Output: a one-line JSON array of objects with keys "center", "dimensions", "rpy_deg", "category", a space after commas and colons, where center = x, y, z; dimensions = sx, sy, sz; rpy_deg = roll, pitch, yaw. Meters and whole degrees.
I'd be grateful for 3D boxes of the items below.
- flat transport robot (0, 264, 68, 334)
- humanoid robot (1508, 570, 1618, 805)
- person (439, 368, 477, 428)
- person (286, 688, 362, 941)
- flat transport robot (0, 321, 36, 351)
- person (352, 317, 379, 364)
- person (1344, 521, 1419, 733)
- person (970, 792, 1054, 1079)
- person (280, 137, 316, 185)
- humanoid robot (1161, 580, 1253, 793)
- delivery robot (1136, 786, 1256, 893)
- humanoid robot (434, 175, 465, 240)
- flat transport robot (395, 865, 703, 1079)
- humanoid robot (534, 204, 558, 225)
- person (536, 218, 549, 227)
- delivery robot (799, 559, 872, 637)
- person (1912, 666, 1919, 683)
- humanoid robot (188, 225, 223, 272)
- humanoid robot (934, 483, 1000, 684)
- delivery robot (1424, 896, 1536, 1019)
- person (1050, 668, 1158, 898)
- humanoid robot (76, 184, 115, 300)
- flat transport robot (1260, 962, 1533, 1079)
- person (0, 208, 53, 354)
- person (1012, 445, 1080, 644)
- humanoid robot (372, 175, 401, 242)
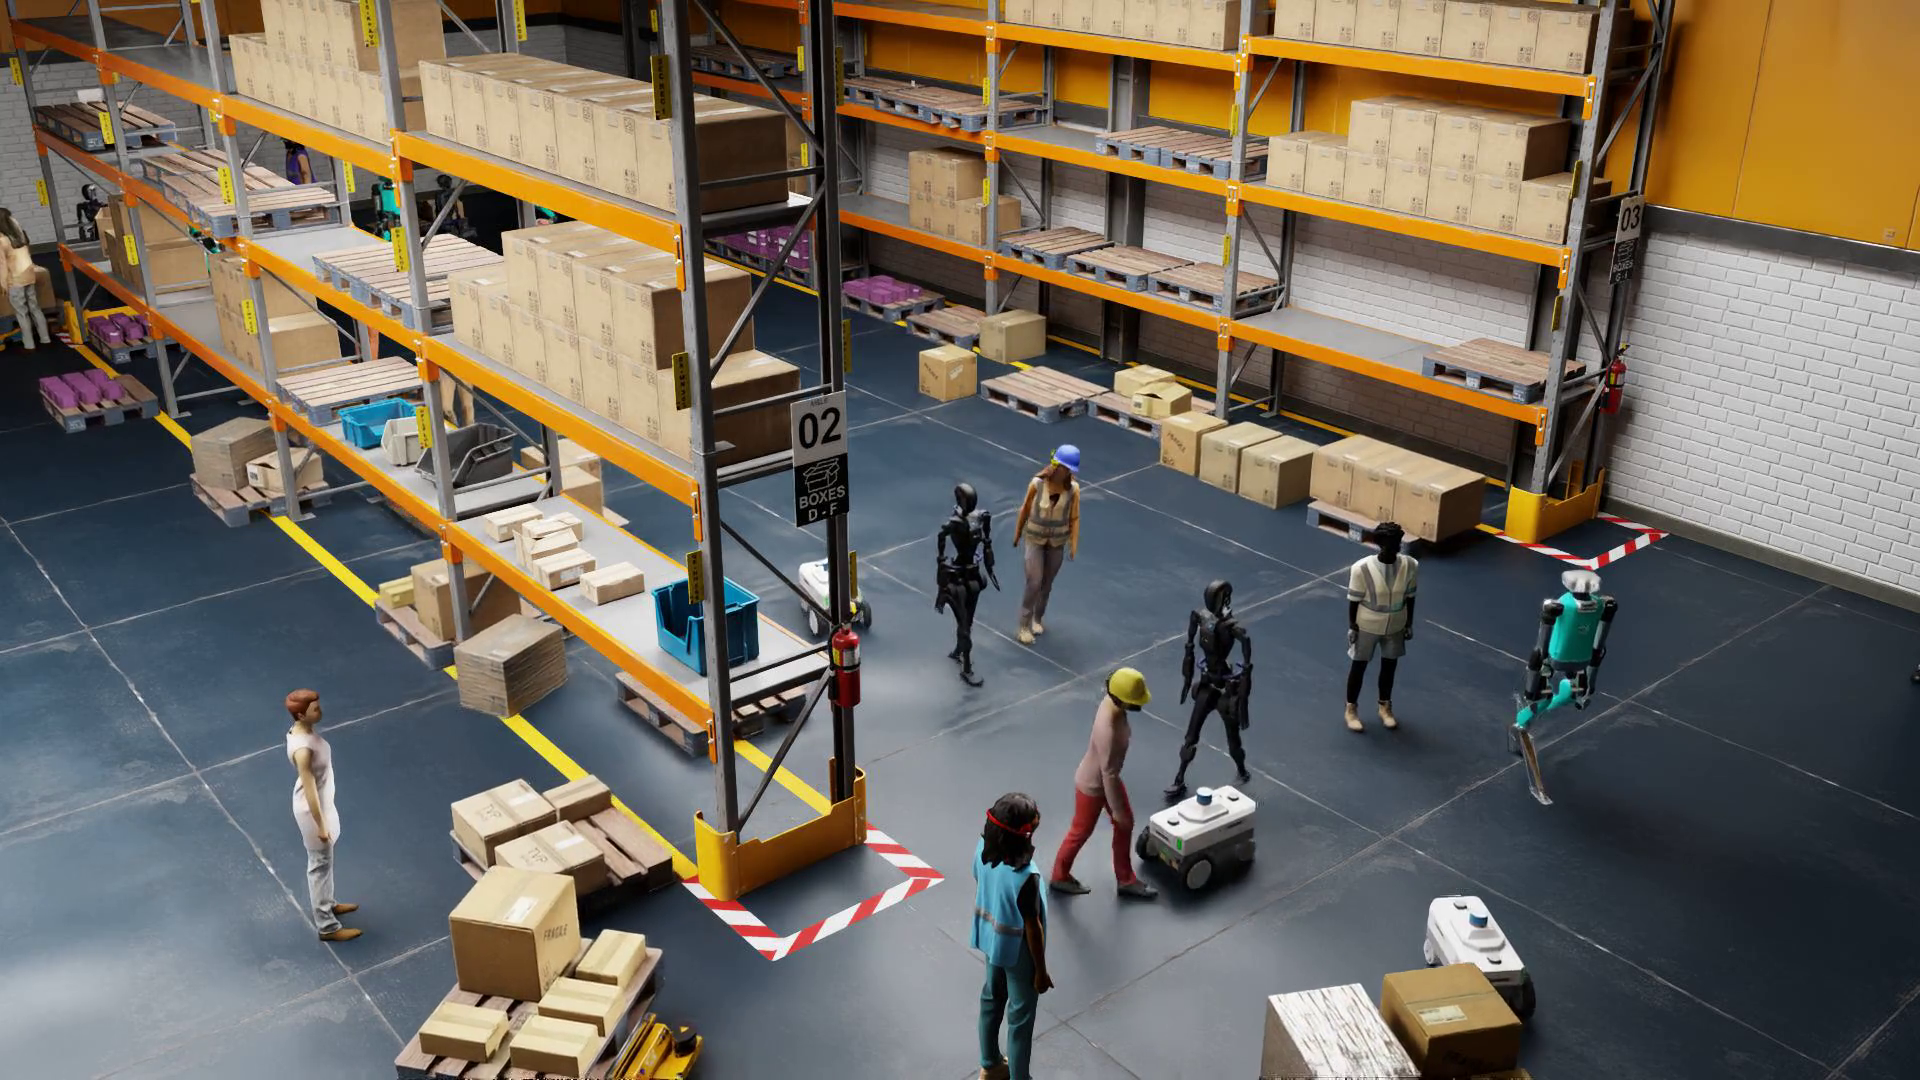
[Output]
[{"center": [-12.589, -2.861, 22.268], "dimensions": [0.659, 0.231, 1.431], "rpy_deg": [18, 29, 36], "category": "flat transport robot"}, {"center": [4.081, 0.918, 11.715], "dimensions": [0.550, 1.792, 0.899], "rpy_deg": [-4, 24, -10], "category": "humanoid robot"}, {"center": [-5.457, -1.778, 17.923], "dimensions": [0.554, 1.725, 0.392], "rpy_deg": [-3, 24, -8], "category": "person"}, {"center": [-3.886, 1.647, 10.072], "dimensions": [0.270, 1.658, 0.460], "rpy_deg": [-9, 25, -19], "category": "person"}, {"center": [-12.649, -2.741, 21.990], "dimensions": [0.659, 0.231, 1.431], "rpy_deg": [4, 24, 8], "category": "flat transport robot"}, {"center": [-7.207, -2.751, 20.142], "dimensions": [0.507, 1.756, 0.328], "rpy_deg": [15, 27, 30], "category": "person"}, {"center": [3.124, 0.636, 12.376], "dimensions": [0.534, 1.691, 0.320], "rpy_deg": [-3, 24, -7], "category": "person"}, {"center": [0.270, 2.143, 8.669], "dimensions": [0.392, 1.866, 0.518], "rpy_deg": [-16, 28, -33], "category": "person"}, {"center": [-10.525, -5.622, 26.568], "dimensions": [0.422, 1.928, 0.546], "rpy_deg": [-21, 31, -39], "category": "person"}, {"center": [1.781, 1.038, 11.516], "dimensions": [0.726, 1.638, 0.599], "rpy_deg": [-21, 31, -39], "category": "humanoid robot"}, {"center": [1.566, 1.911, 10.874], "dimensions": [0.799, 0.608, 0.499], "rpy_deg": [-15, 27, -31], "category": "delivery robot"}, {"center": [-7.558, -4.565, 24.521], "dimensions": [0.589, 1.638, 0.743], "rpy_deg": [16, 28, 33], "category": "humanoid robot"}, {"center": [-2.201, 2.820, 9.114], "dimensions": [1.431, 0.231, 0.659], "rpy_deg": [5, 24, 12], "category": "flat transport robot"}, {"center": [-6.640, -5.479, 26.506], "dimensions": [0.833, 1.787, 0.558], "rpy_deg": [-16, 28, -33], "category": "humanoid robot"}, {"center": [-5.108, -3.041, 20.624], "dimensions": [0.404, 1.904, 0.645], "rpy_deg": [8, 25, 18], "category": "person"}, {"center": [-1.105, 0.459, 14.217], "dimensions": [0.499, 0.592, 0.783], "rpy_deg": [-10, 25, -23], "category": "delivery robot"}, {"center": [7.814, 0.264, 12.953], "dimensions": [0.547, 1.924, 0.387], "rpy_deg": [13, 27, 28], "category": "person"}, {"center": [-10.299, -3.920, 22.936], "dimensions": [0.768, 1.816, 0.557], "rpy_deg": [19, 30, 36], "category": "humanoid robot"}, {"center": [0.064, 0.314, 13.165], "dimensions": [0.611, 1.636, 0.635], "rpy_deg": [-19, 30, -37], "category": "humanoid robot"}, {"center": [2.996, 2.434, 9.670], "dimensions": [0.499, 0.614, 0.803], "rpy_deg": [-2, 23, -5], "category": "delivery robot"}, {"center": [0.927, 1.518, 10.298], "dimensions": [0.782, 1.703, 0.536], "rpy_deg": [6, 24, 15], "category": "person"}, {"center": [-12.325, -4.328, 23.937], "dimensions": [0.589, 1.631, 0.734], "rpy_deg": [1, 23, 2], "category": "humanoid robot"}, {"center": [2.240, 3.179, 8.283], "dimensions": [0.659, 0.231, 1.431], "rpy_deg": [-5, 24, -11], "category": "flat transport robot"}, {"center": [-12.081, -3.328, 21.343], "dimensions": [0.392, 1.867, 0.554], "rpy_deg": [5, 24, 12], "category": "person"}, {"center": [0.714, 0.027, 13.728], "dimensions": [0.530, 1.720, 0.561], "rpy_deg": [-3, 24, -7], "category": "person"}, {"center": [-8.179, -4.342, 23.841], "dimensions": [0.559, 1.795, 0.673], "rpy_deg": [2, 23, 4], "category": "humanoid robot"}]
